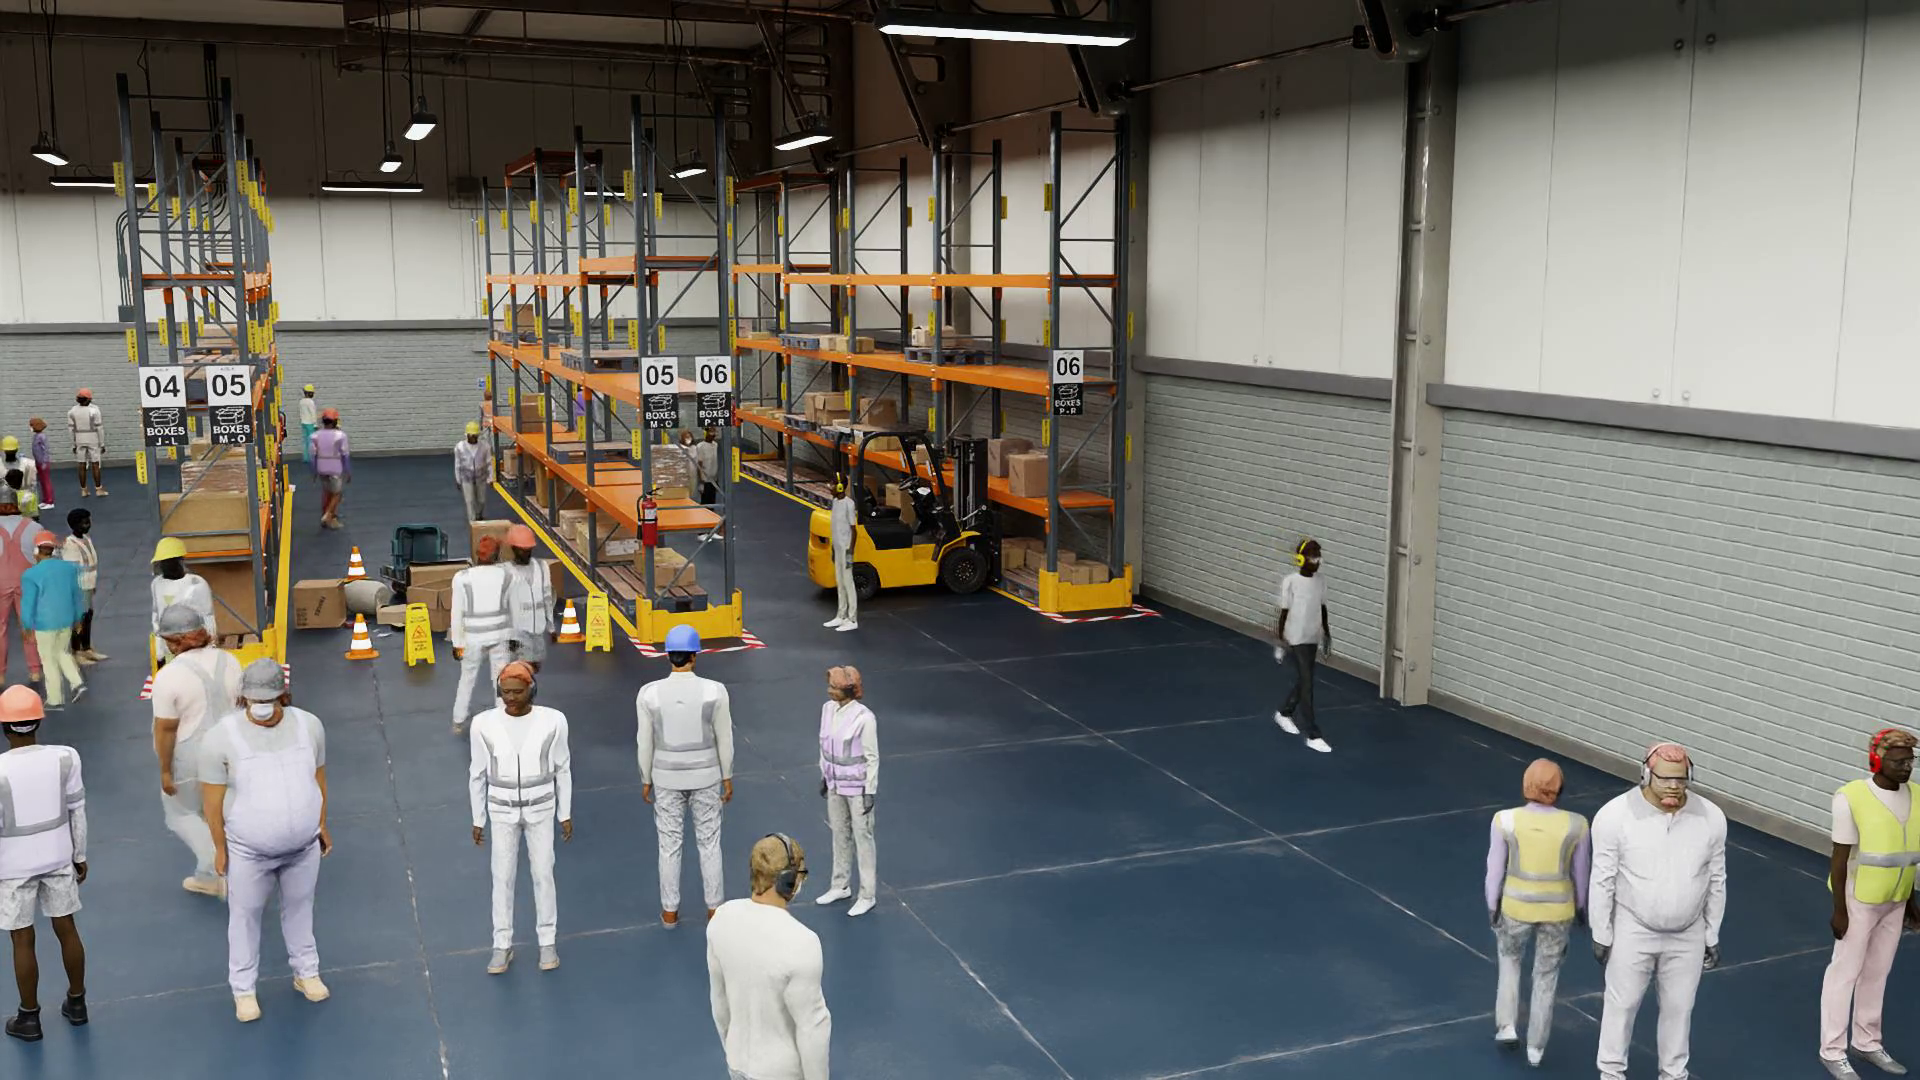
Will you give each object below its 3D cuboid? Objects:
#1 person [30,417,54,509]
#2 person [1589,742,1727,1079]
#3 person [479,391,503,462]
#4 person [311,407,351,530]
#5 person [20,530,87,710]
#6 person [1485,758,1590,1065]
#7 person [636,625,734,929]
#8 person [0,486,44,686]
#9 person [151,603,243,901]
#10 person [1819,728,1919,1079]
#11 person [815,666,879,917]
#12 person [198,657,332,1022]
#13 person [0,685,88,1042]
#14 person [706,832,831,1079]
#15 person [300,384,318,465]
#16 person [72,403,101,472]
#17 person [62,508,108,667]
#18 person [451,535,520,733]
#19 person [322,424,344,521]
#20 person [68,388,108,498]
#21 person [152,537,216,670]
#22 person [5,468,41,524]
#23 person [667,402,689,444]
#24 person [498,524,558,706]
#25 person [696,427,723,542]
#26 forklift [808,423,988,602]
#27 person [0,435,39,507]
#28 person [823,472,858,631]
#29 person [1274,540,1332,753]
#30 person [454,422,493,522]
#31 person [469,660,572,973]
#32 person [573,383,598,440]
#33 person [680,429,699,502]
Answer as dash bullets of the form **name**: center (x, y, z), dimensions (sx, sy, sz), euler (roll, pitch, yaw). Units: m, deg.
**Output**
- **person**: center (-16.288, -1.359, 29.477), dimensions (0.282, 1.633, 0.498), euler (-9, 13, -44)
- **person**: center (3.400, 1.907, 8.114), dimensions (0.636, 1.900, 0.399), euler (1, 9, 4)
- **person**: center (-10.346, -2.505, 36.661), dimensions (0.514, 1.645, 0.308), euler (1, 9, 8)
- **person**: center (-10.161, -1.119, 26.784), dimensions (0.651, 2.019, 0.703), euler (1, 9, 7)
- **person**: center (-8.611, 0.766, 15.777), dimensions (0.419, 1.733, 0.590), euler (3, 10, 18)
- **person**: center (3.032, 1.941, 8.755), dimensions (0.510, 1.622, 0.407), euler (3, 10, 19)
- **person**: center (-1.728, 1.500, 10.528), dimensions (0.603, 1.937, 0.402), euler (-1, 9, -4)
- **person**: center (-9.619, 0.443, 16.857), dimensions (0.685, 2.000, 0.535), euler (-7, 12, -39)
- **person**: center (-4.961, 1.386, 10.923), dimensions (0.727, 2.000, 0.683), euler (4, 10, 25)
- **person**: center (4.692, 1.857, 8.561), dimensions (0.564, 1.848, 0.388), euler (-3, 10, -21)
- **person**: center (-0.721, 1.610, 10.781), dimensions (0.314, 1.636, 0.516), euler (-8, 12, -43)
- **person**: center (-3.833, 1.642, 9.311), dimensions (0.684, 2.000, 0.536), euler (-8, 12, -40)
- **person**: center (-5.036, 1.739, 9.027), dimensions (0.360, 1.936, 0.552), euler (8, 12, 39)
- **person**: center (-0.742, 2.116, 6.668), dimensions (0.628, 1.935, 0.373), euler (8, 12, 41)
- **person**: center (-14.237, -2.525, 36.430), dimensions (0.523, 1.760, 0.327), euler (7, 11, 38)
- **person**: center (-18.363, -2.279, 34.950), dimensions (0.574, 1.738, 0.352), euler (-2, 9, -12)
- **person**: center (-9.306, 0.500, 17.612), dimensions (0.319, 1.689, 0.539), euler (-1, 9, -8)
- **person**: center (-4.246, 0.855, 14.869), dimensions (0.603, 1.850, 0.729), euler (-4, 10, -22)
- **person**: center (-10.617, -1.203, 28.127), dimensions (0.349, 1.759, 0.518), euler (0, 9, -3)
- **person**: center (-16.244, -1.802, 30.982), dimensions (0.605, 2.045, 0.372), euler (-1, 9, -5)
- **person**: center (-6.650, 0.920, 14.225), dimensions (0.595, 1.925, 0.393), euler (3, 9, 17)
- **person**: center (-12.028, -0.077, 21.243), dimensions (0.542, 1.685, 0.437), euler (-1, 9, -5)
- **person**: center (-6.001, -2.227, 35.068), dimensions (0.541, 1.601, 0.719), euler (-3, 10, -21)
- **person**: center (-4.009, 0.777, 15.183), dimensions (0.847, 1.915, 0.548), euler (8, 12, 43)
- **person**: center (-3.910, -0.909, 25.922), dimensions (0.312, 1.864, 0.532), euler (5, 10, 26)
- **forklift**: center (-0.830, -0.399, 21.676), dimensions (2.313, 2.155, 1.214), euler (-4, 10, -21)
- **person**: center (-13.354, -0.547, 23.511), dimensions (0.606, 1.905, 0.628), euler (-4, 10, -26)
- **person**: center (-1.375, 0.134, 19.376), dimensions (0.334, 1.861, 0.517), euler (-5, 10, -28)
- **person**: center (3.044, 0.891, 14.696), dimensions (0.547, 1.838, 0.866), euler (-5, 10, -30)
- **person**: center (-7.822, -1.015, 26.759), dimensions (0.601, 1.812, 0.694), euler (-4, 10, -21)
- **person**: center (-2.601, 1.631, 9.873), dimensions (0.584, 1.882, 0.337), euler (-2, 9, -11)
- **person**: center (-8.361, -2.631, 36.951), dimensions (0.643, 1.804, 0.697), euler (-3, 10, -20)
- **person**: center (-4.519, -1.036, 27.523), dimensions (0.503, 1.614, 0.673), euler (-5, 10, -29)
